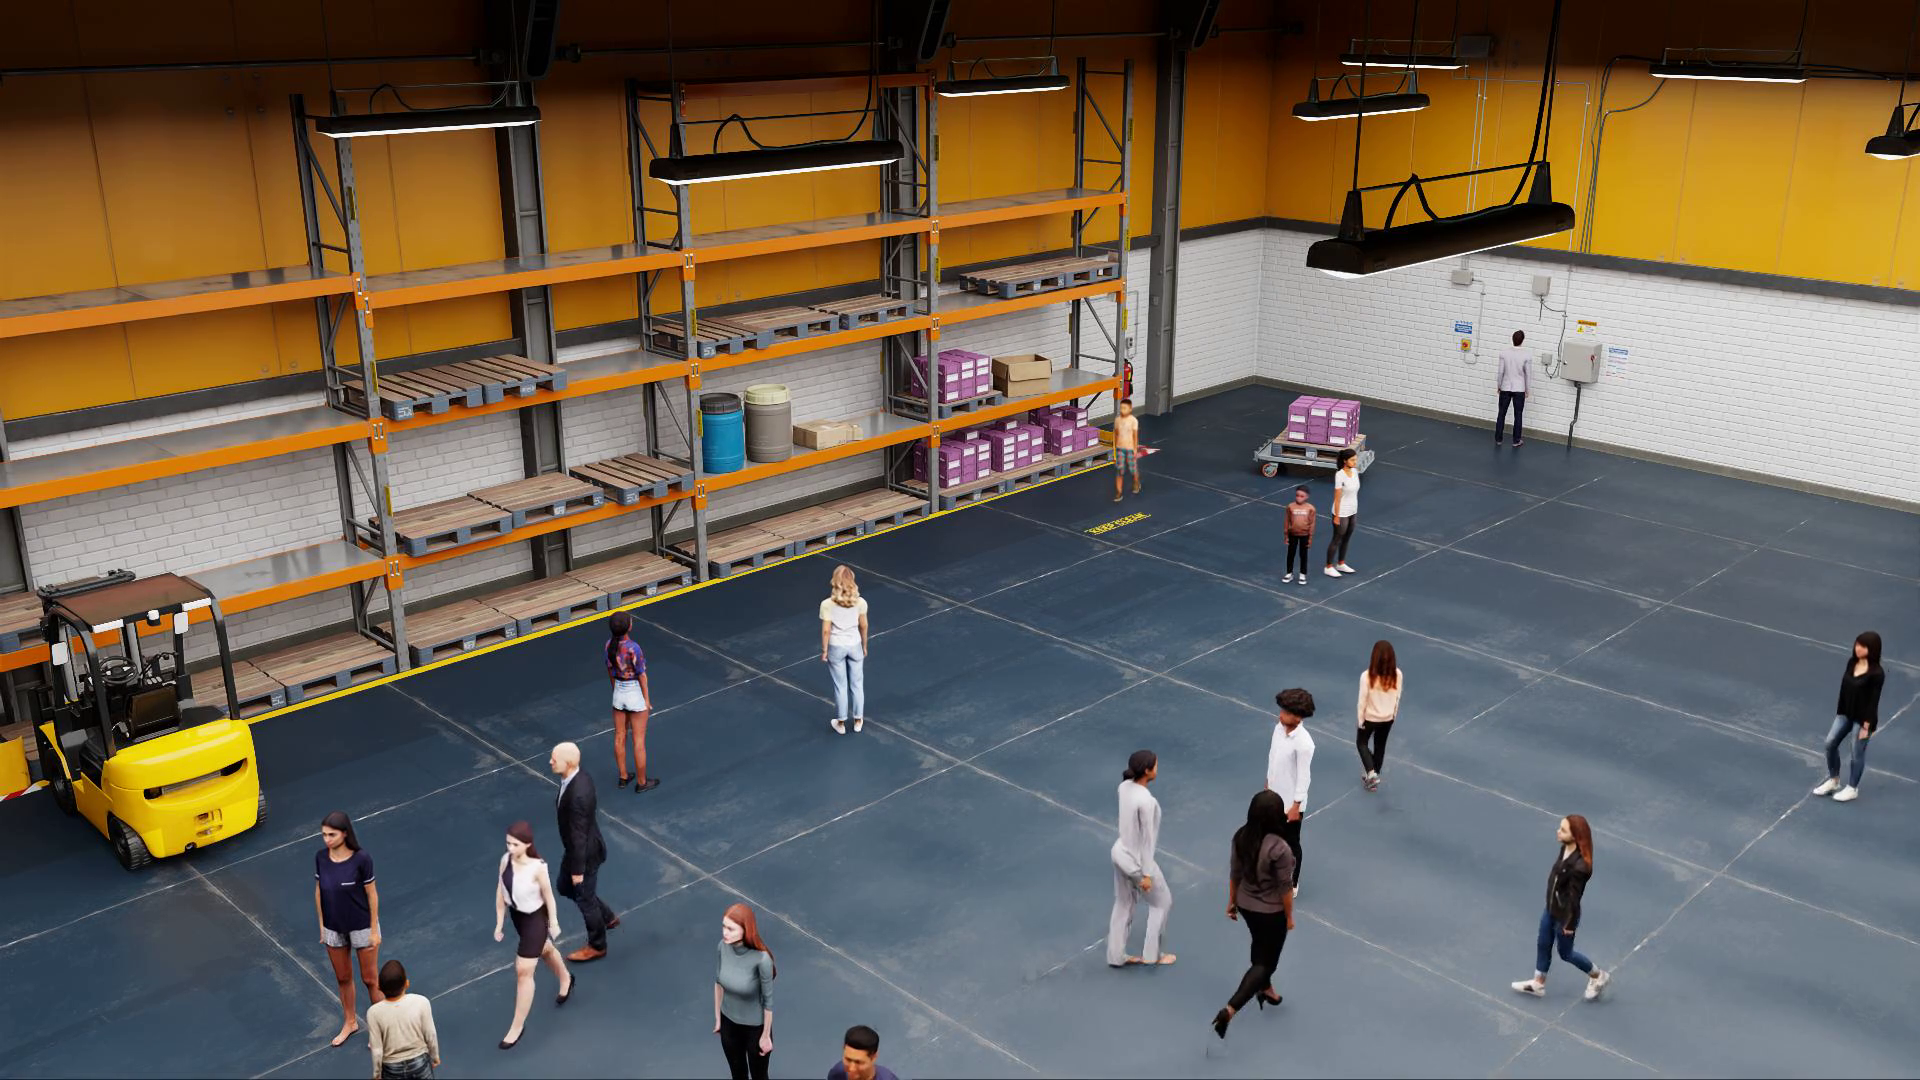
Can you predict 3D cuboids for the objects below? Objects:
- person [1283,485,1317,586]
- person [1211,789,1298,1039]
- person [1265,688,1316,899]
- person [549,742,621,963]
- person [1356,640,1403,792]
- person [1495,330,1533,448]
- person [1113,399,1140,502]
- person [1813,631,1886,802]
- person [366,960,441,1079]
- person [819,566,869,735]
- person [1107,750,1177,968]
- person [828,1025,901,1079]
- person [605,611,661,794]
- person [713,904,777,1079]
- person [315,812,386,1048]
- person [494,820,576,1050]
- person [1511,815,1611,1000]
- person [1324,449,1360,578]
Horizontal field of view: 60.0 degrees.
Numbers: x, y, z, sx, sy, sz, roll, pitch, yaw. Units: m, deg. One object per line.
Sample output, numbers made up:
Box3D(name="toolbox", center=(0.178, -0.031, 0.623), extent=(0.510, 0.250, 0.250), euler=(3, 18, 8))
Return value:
Box3D(name="person", center=(4.182, -0.079, 20.462), extent=(0.585, 1.253, 0.584), euler=(7, 20, 19))
Box3D(name="person", center=(2.039, 2.631, 11.539), extent=(1.139, 1.813, 0.733), euler=(-14, 23, -36))
Box3D(name="person", center=(2.625, 2.026, 13.342), extent=(0.709, 1.810, 0.712), euler=(-8, 20, -21))
Box3D(name="person", center=(-2.748, 2.329, 12.483), extent=(0.821, 1.783, 0.800), euler=(-7, 20, -20))
Box3D(name="person", center=(3.802, 1.620, 15.070), extent=(0.741, 1.475, 0.796), euler=(-3, 19, -9))
Box3D(name="person", center=(8.805, -2.420, 26.476), extent=(0.742, 1.852, 0.693), euler=(9, 21, 25))
Box3D(name="person", center=(2.404, -1.311, 23.817), extent=(0.764, 1.447, 0.983), euler=(7, 20, 21))
Box3D(name="person", center=(8.118, 1.574, 14.953), extent=(0.729, 1.638, 0.703), euler=(-6, 20, -17))
Box3D(name="person", center=(-3.419, 3.245, 10.260), extent=(0.563, 1.466, 0.685), euler=(-8, 20, -21))
Box3D(name="person", center=(-1.122, 1.074, 16.304), extent=(0.652, 1.723, 0.769), euler=(-5, 19, -15))
Box3D(name="person", center=(1.226, 2.402, 12.375), extent=(0.864, 1.713, 0.804), euler=(-6, 20, -18))
Box3D(name="person", center=(-0.478, 3.405, 9.320), extent=(0.825, 1.762, 0.982), euler=(10, 21, 26))
Box3D(name="person", center=(-3.018, 1.454, 15.144), extent=(0.642, 1.743, 0.610), euler=(10, 21, 27))
Box3D(name="person", center=(-1.340, 3.050, 10.404), extent=(0.630, 1.743, 0.597), euler=(12, 22, 31))
Box3D(name="person", center=(-4.202, 2.675, 11.482), extent=(0.665, 1.765, 0.702), euler=(2, 19, 6))
Box3D(name="person", center=(-2.970, 2.685, 11.707), extent=(0.769, 1.603, 1.133), euler=(9, 21, 24))
Box3D(name="person", center=(4.418, 2.667, 11.980), extent=(0.964, 1.463, 0.906), euler=(0, 19, 1))
Box3D(name="person", center=(4.760, -0.346, 20.653), extent=(0.607, 1.638, 0.442), euler=(18, 25, 42))
